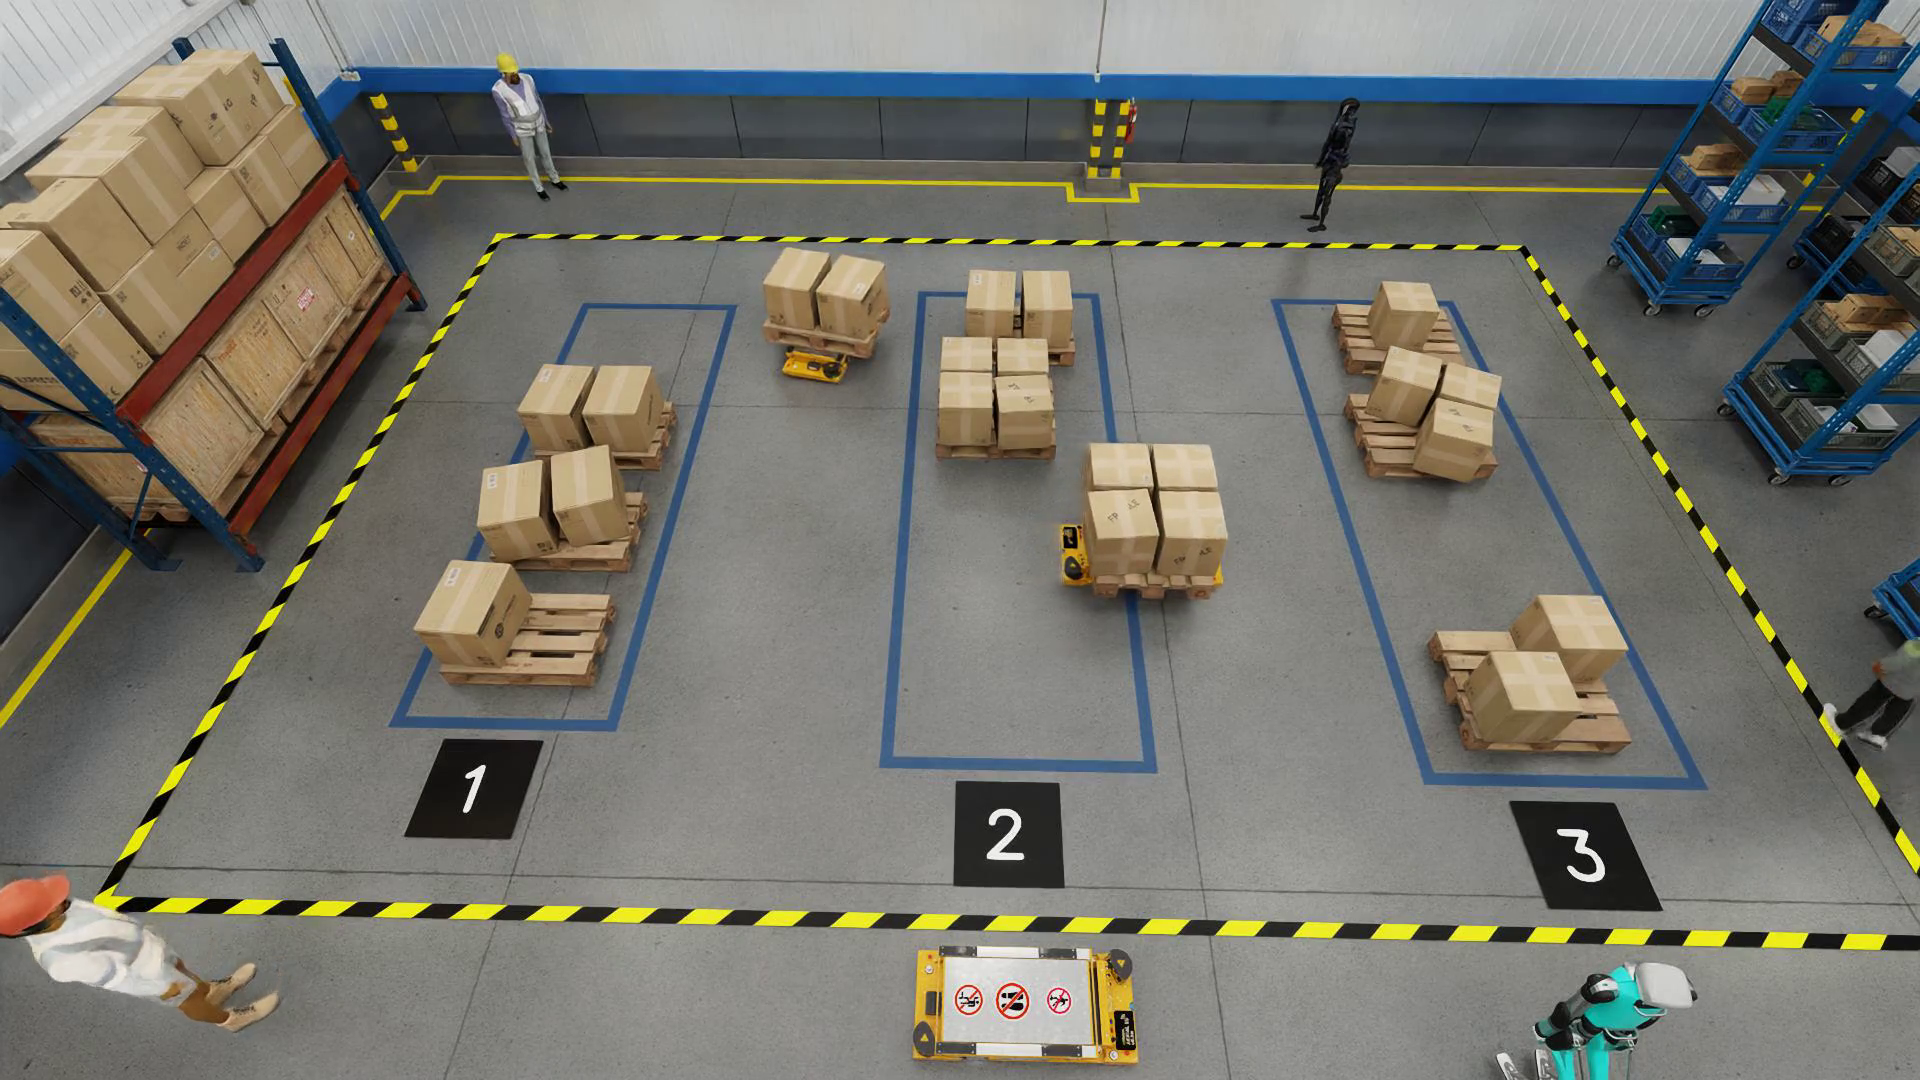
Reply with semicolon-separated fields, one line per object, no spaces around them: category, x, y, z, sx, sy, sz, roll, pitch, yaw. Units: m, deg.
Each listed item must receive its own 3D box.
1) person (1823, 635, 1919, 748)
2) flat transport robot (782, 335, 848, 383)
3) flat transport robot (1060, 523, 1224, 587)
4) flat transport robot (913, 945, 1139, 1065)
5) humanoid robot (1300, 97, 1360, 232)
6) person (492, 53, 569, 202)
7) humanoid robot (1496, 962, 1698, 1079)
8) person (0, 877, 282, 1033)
person;7.088;0.936;6.705;0.610;1.841;0.411;13;52;10
flat transport robot;-1.453;-2.355;10.387;0.652;0.197;1.431;11;52;9
flat transport robot;1.653;0.106;8.382;1.431;0.197;0.652;1;51;1
flat transport robot;0.422;3.041;6.007;1.431;0.231;0.659;1;51;1
humanoid robot;4.606;-4.638;11.348;0.315;1.657;0.599;-1;51;0
person;-5.549;-5.327;11.818;0.404;1.834;0.590;31;57;23
humanoid robot;3.555;2.907;5.082;0.533;1.677;0.735;0;51;0
person;-4.797;2.430;5.361;0.604;2.045;0.378;34;58;24
